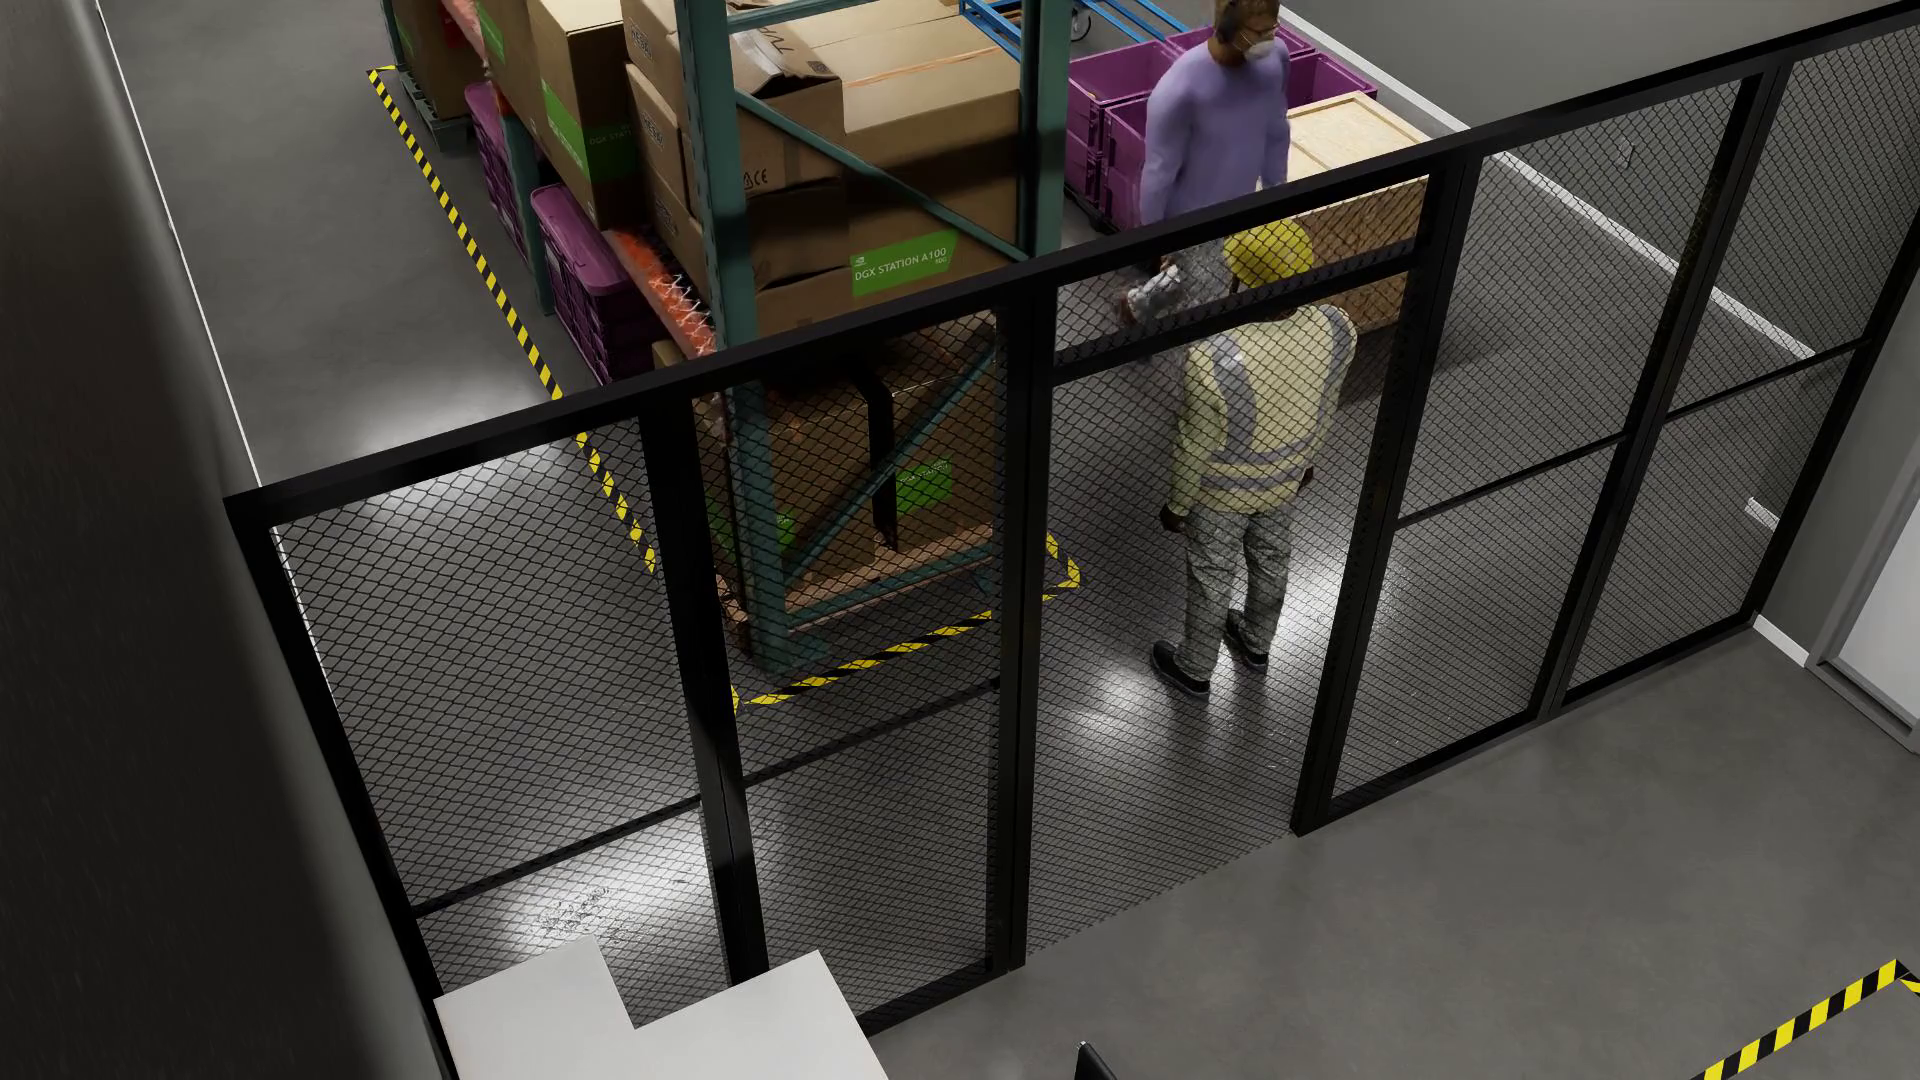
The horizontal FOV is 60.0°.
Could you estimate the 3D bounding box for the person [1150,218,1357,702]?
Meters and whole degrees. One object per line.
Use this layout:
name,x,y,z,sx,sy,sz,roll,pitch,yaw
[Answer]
person,0.894,-0.229,5.271,0.590,1.837,0.404,-20,46,-20

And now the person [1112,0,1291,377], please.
person,0.898,-1.302,6.395,0.627,1.914,0.883,-31,51,-29
